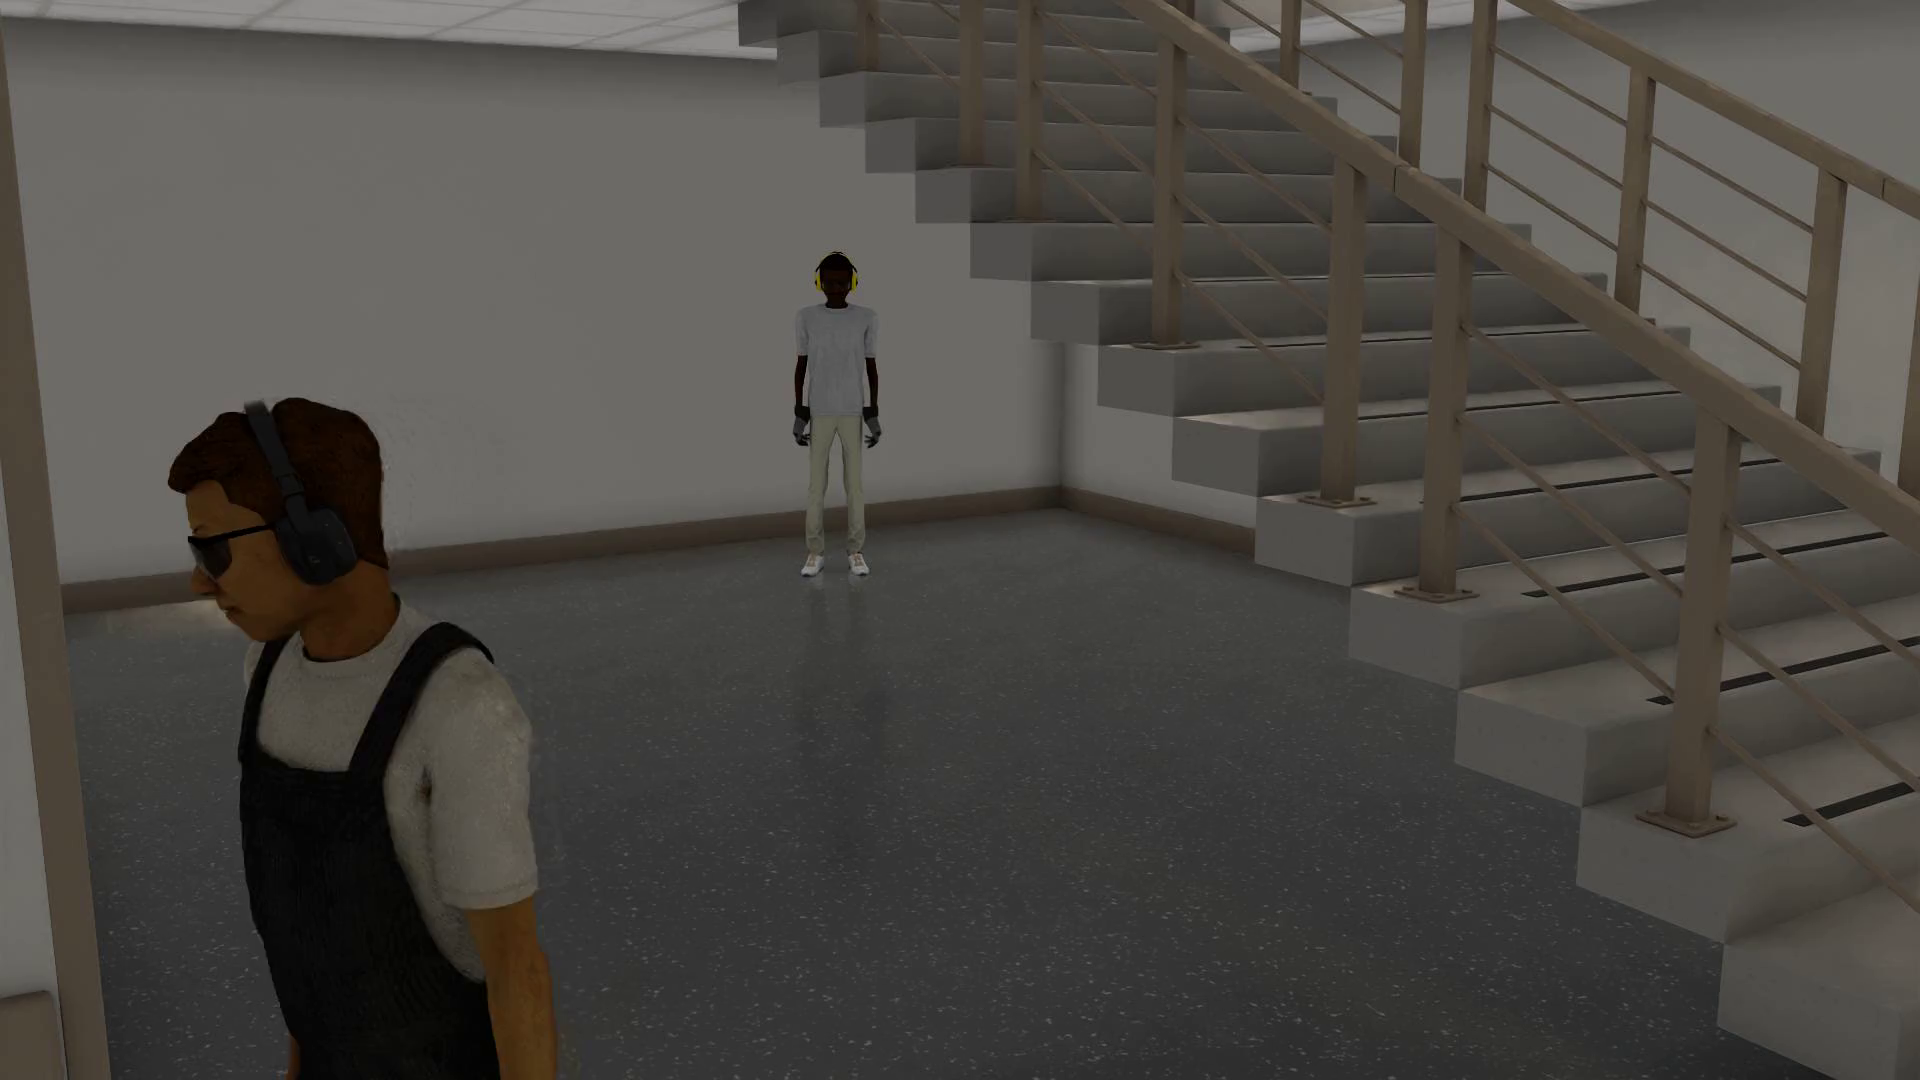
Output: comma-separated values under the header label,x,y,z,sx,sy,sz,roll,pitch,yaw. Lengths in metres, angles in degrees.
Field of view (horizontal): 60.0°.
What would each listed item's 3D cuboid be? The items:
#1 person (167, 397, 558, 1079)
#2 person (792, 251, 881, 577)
label,x,y,z,sx,sy,sz,roll,pitch,yaw
person,-0.710,0.725,2.119,0.618,1.817,0.419,7,13,34
person,-0.710,-0.714,9.566,0.509,1.865,0.329,-1,11,-4
